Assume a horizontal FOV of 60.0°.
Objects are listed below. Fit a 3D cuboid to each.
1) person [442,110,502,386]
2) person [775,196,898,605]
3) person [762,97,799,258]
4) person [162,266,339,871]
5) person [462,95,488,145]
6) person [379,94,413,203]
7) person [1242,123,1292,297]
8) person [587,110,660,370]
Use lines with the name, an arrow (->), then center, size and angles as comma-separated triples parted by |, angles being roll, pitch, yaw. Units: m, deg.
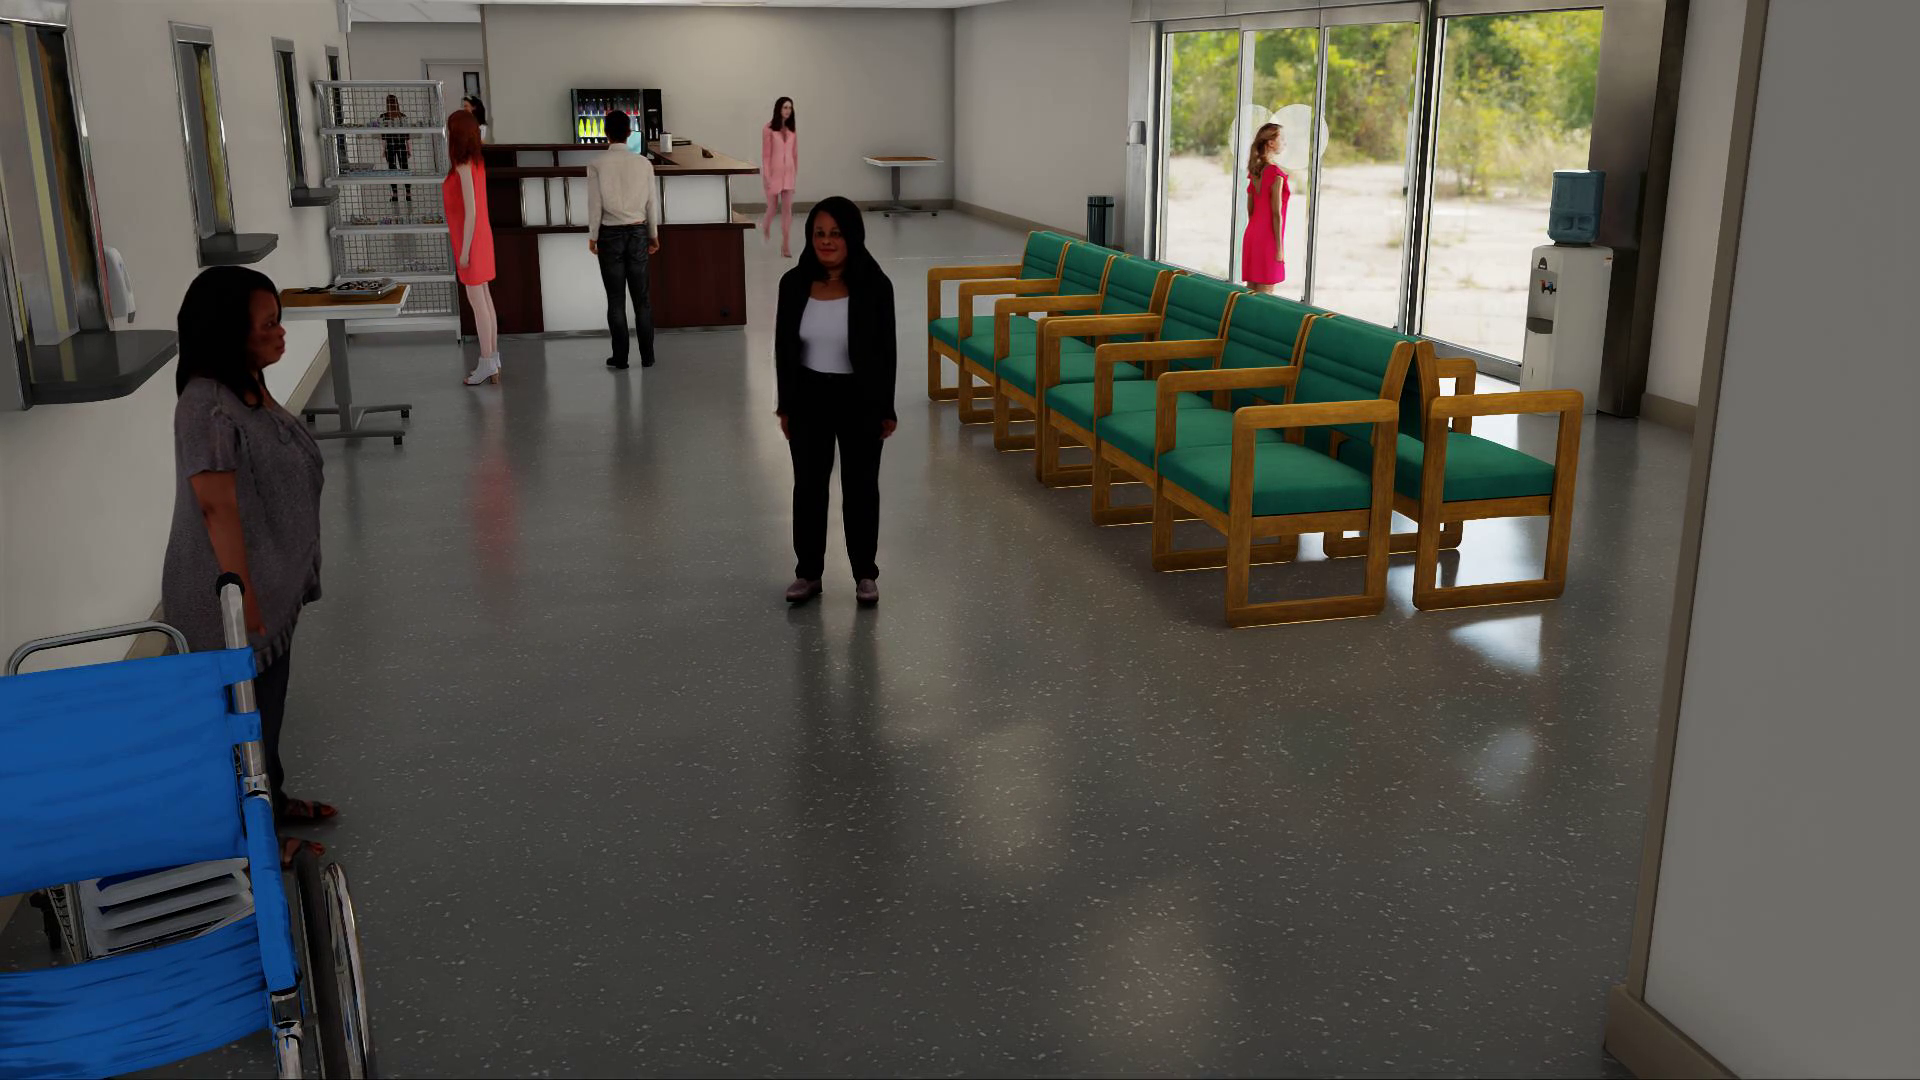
person -> -3.310, -1.987, 11.318 | 0.555, 1.827, 0.634 | -1, 16, -5
person -> -0.486, -0.539, 6.573 | 0.665, 1.616, 0.777 | 1, 16, 3
person -> -2.098, -4.138, 19.047 | 1.005, 1.774, 0.820 | -8, 17, -25
person -> -1.913, 0.077, 4.408 | 0.652, 1.604, 0.639 | -5, 17, -18
person -> -5.462, -4.135, 19.014 | 1.240, 1.786, 0.966 | -12, 20, -37
person -> -9.242, -6.414, 27.237 | 0.555, 1.710, 0.719 | -9, 18, -28
person -> 2.199, -2.153, 12.093 | 0.534, 1.727, 0.571 | -5, 16, -16
person -> -2.415, -2.149, 11.926 | 0.531, 1.809, 0.760 | -7, 17, -24
